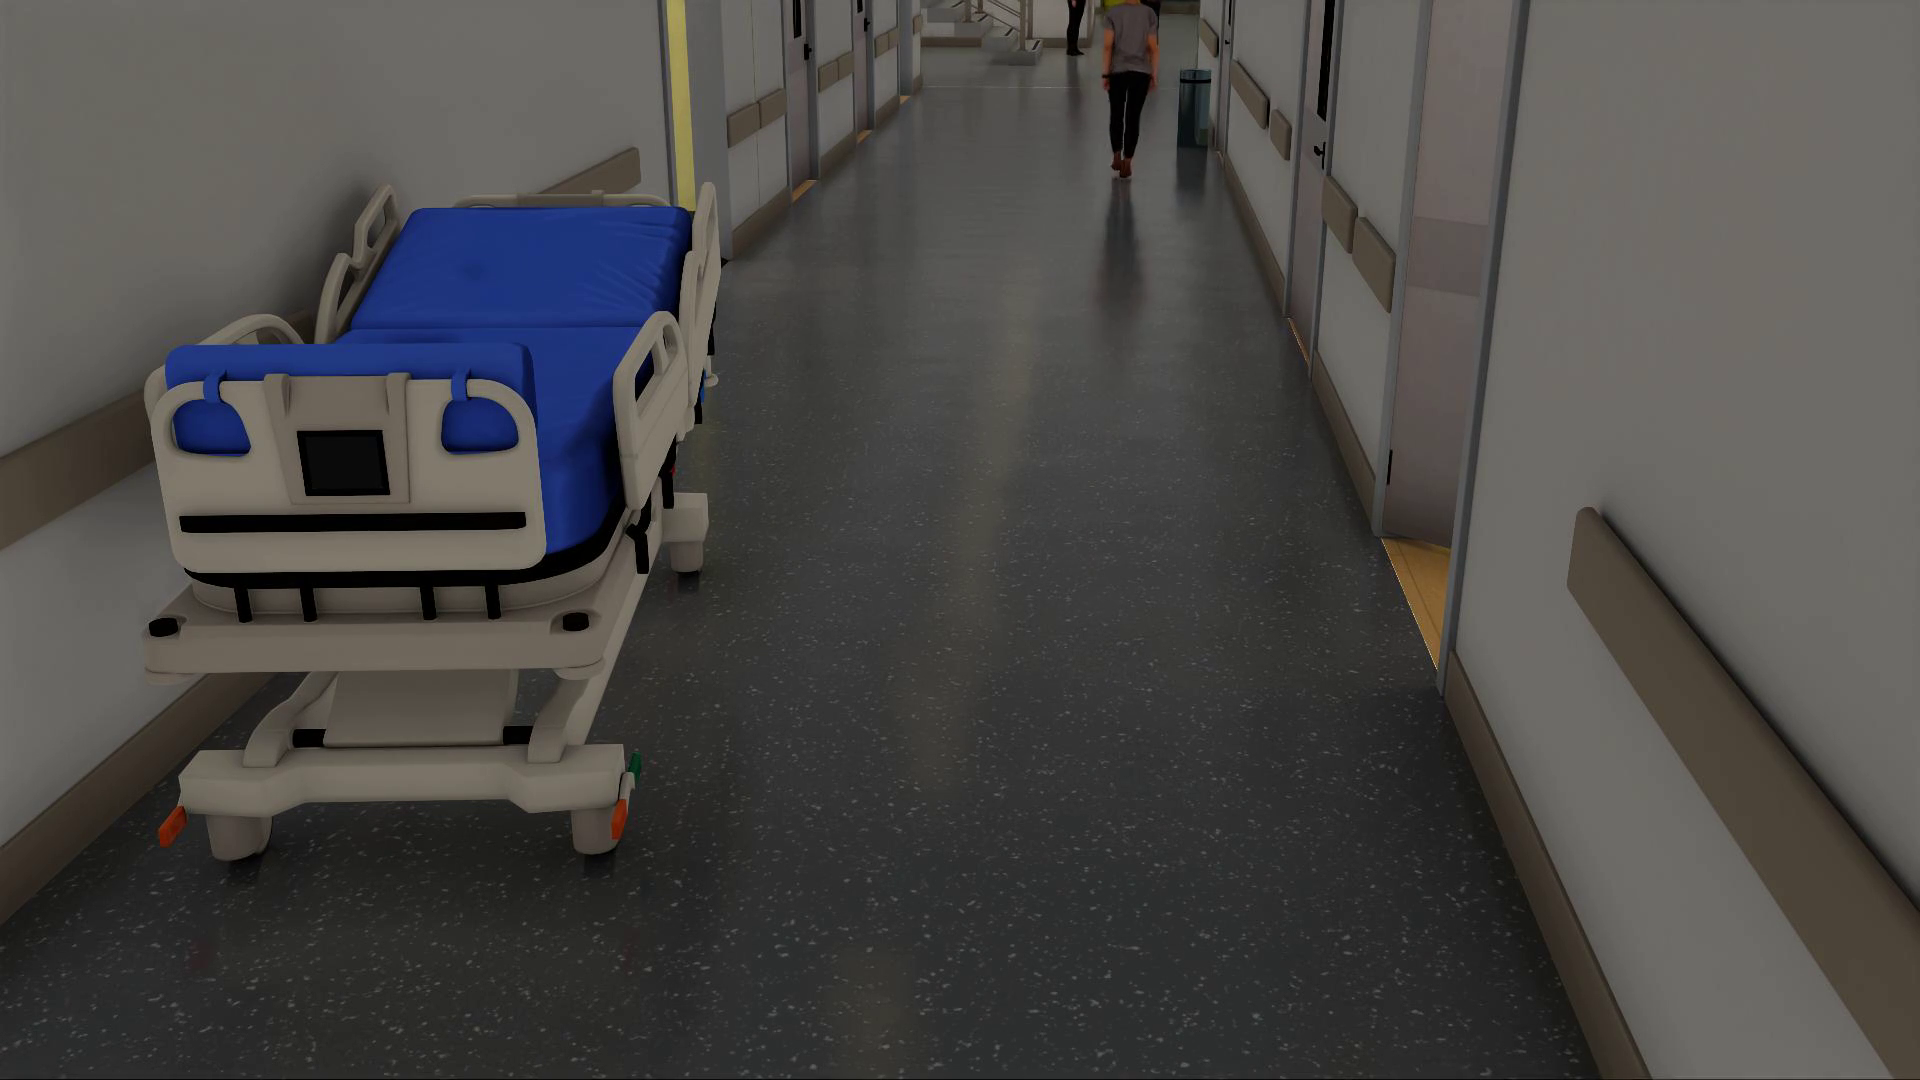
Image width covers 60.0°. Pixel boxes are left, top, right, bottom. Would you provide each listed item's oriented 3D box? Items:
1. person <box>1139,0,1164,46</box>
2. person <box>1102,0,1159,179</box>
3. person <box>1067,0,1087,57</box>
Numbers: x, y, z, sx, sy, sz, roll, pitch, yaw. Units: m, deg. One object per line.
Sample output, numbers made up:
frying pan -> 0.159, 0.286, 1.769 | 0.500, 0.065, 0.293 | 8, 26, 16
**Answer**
person -> 3.039, -8.810, 26.759 | 1.169, 1.773, 0.871 | 5, 21, 13
person -> 1.408, -3.897, 13.942 | 0.709, 1.704, 0.706 | 4, 21, 10
person -> 1.814, -8.454, 26.043 | 0.652, 1.655, 0.661 | 12, 24, 28
